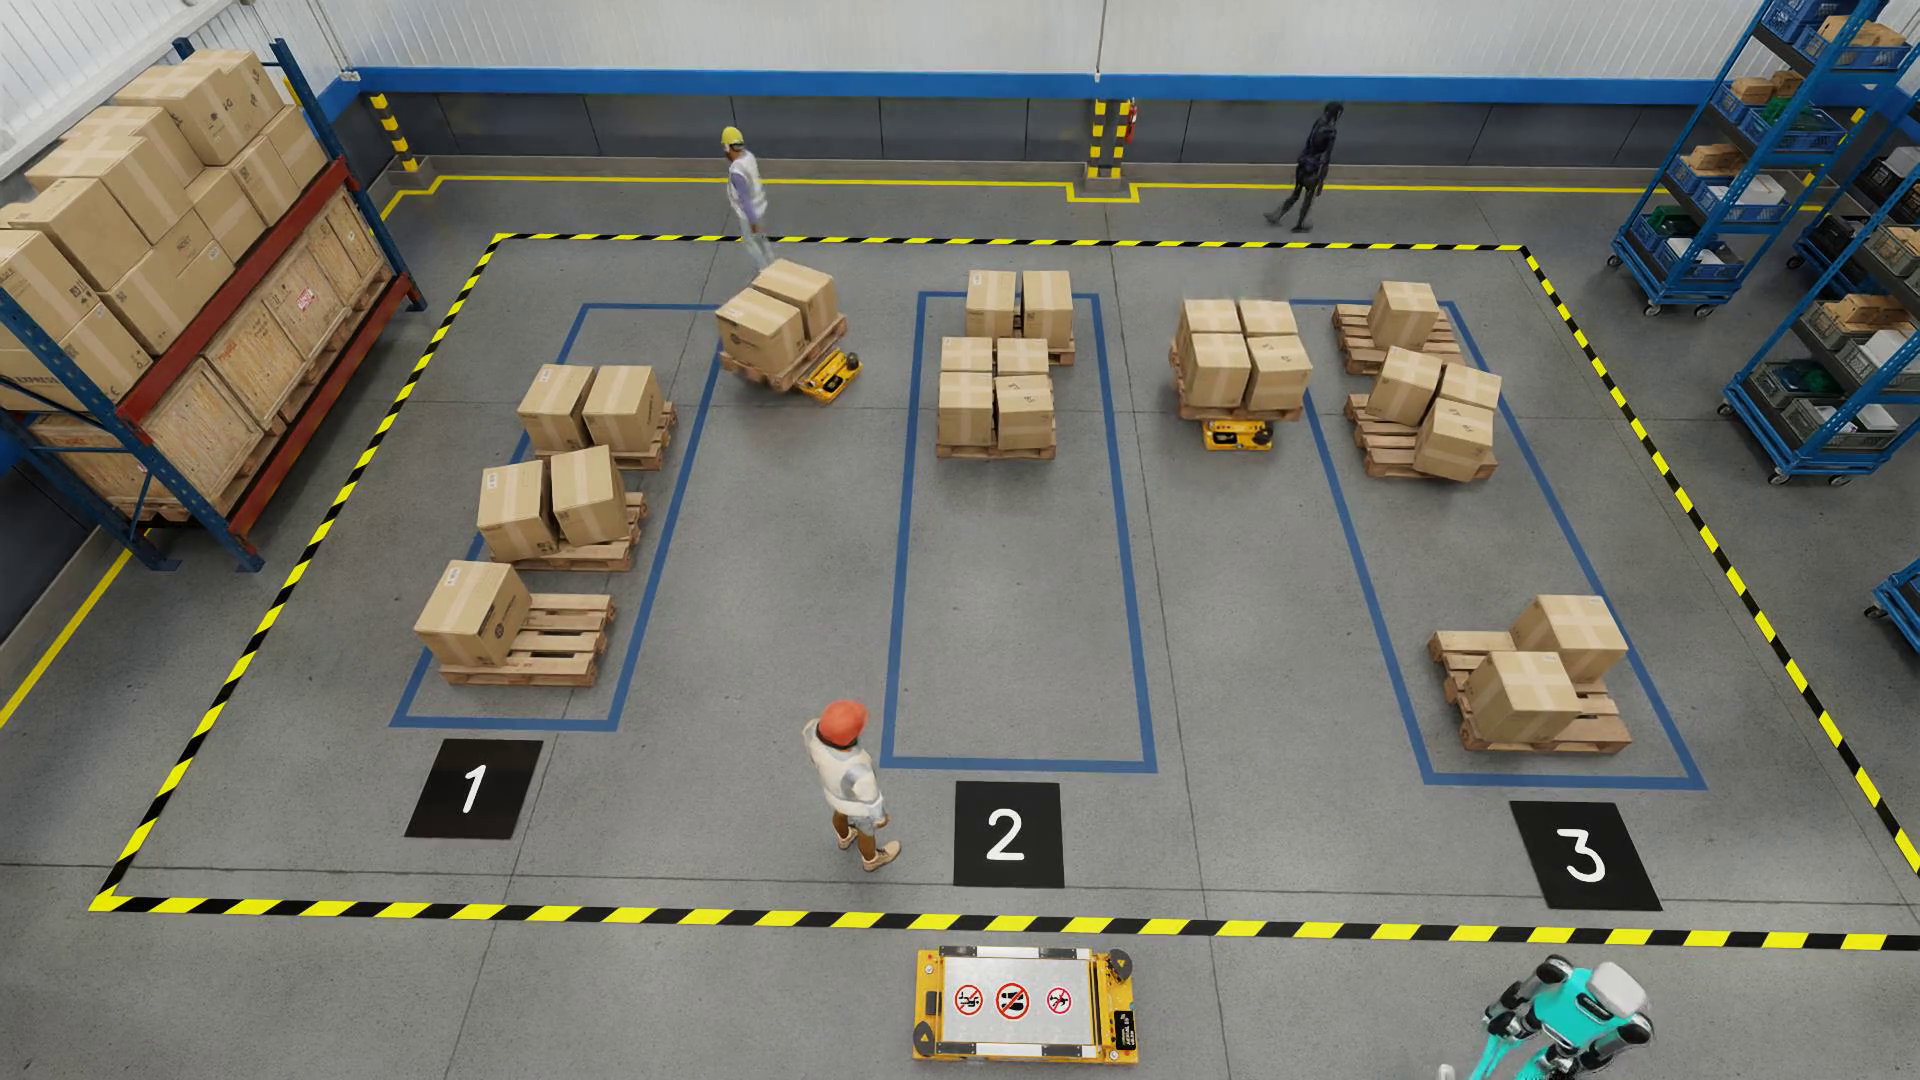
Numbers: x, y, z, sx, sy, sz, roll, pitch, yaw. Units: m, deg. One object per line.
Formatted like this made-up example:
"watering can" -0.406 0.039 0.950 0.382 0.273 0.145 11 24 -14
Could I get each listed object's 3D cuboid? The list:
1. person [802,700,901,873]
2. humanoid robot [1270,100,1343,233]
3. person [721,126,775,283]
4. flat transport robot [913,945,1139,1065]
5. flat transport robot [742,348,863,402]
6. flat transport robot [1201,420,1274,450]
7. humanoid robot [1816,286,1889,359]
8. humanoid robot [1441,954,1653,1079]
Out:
"person" -0.693 1.625 6.019 0.610 2.041 0.378 36 59 25
"humanoid robot" 4.322 -4.597 11.337 0.375 1.680 0.601 -7 51 -6
"person" -2.451 -3.878 10.667 0.467 1.788 0.613 6 51 5
"flat transport robot" 0.422 3.041 6.007 1.431 0.231 0.659 1 51 1
"flat transport robot" -1.854 -2.008 10.105 1.431 0.197 0.652 23 54 18
"flat transport robot" 2.851 -1.524 9.710 0.652 0.197 1.431 1 51 1
"humanoid robot" 9.057 -2.061 9.259 0.611 1.642 0.462 -14 52 -11
"humanoid robot" 3.146 2.948 5.132 0.563 1.753 0.787 36 59 25
